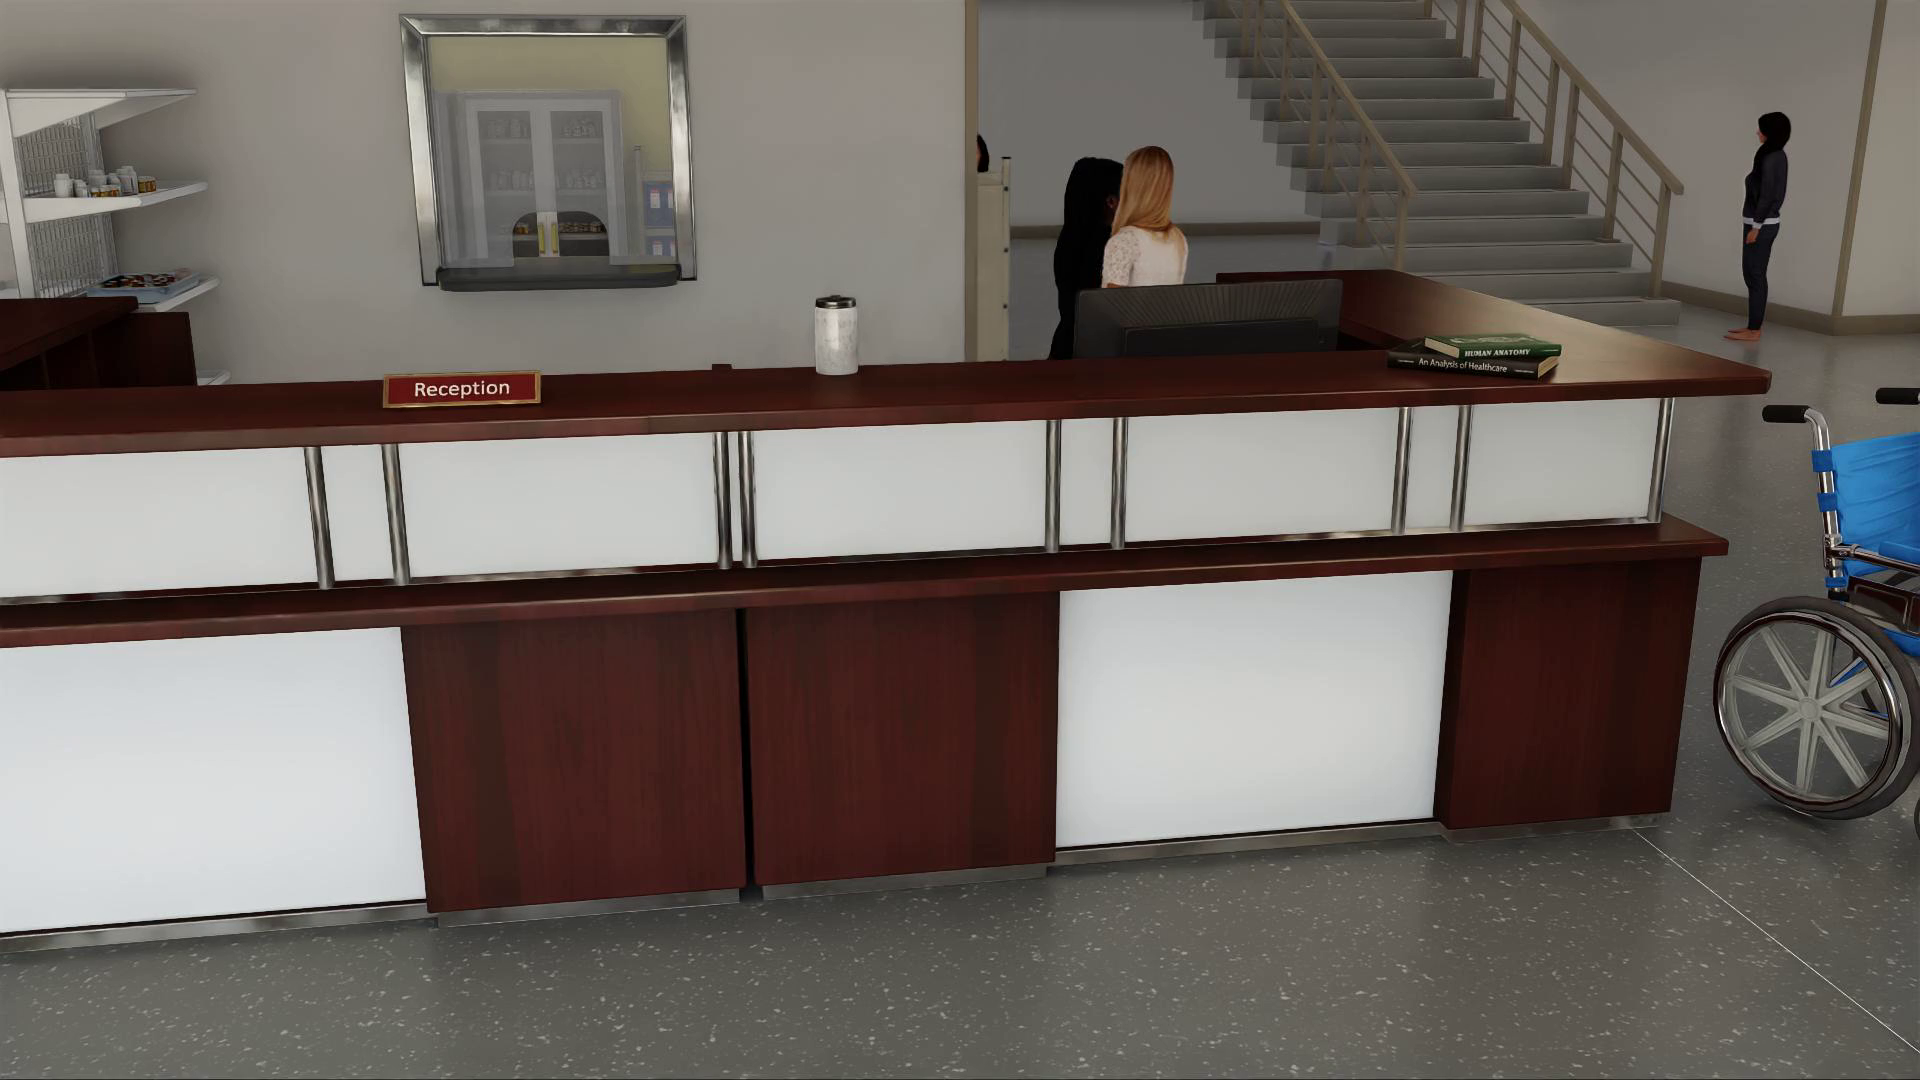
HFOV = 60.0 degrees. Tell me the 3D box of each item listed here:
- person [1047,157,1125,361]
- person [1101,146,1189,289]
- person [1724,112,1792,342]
[{"bbox_3d":[0.482,-0.713,6.982,0.913,1.714,0.989,-10,19,-31],"label":"person"},{"bbox_3d":[0.695,-0.552,6.243,0.666,1.806,0.689,-15,21,-42],"label":"person"},{"bbox_3d":[6.341,-2.482,13.150,0.746,1.772,0.672,9,18,30],"label":"person"}]
